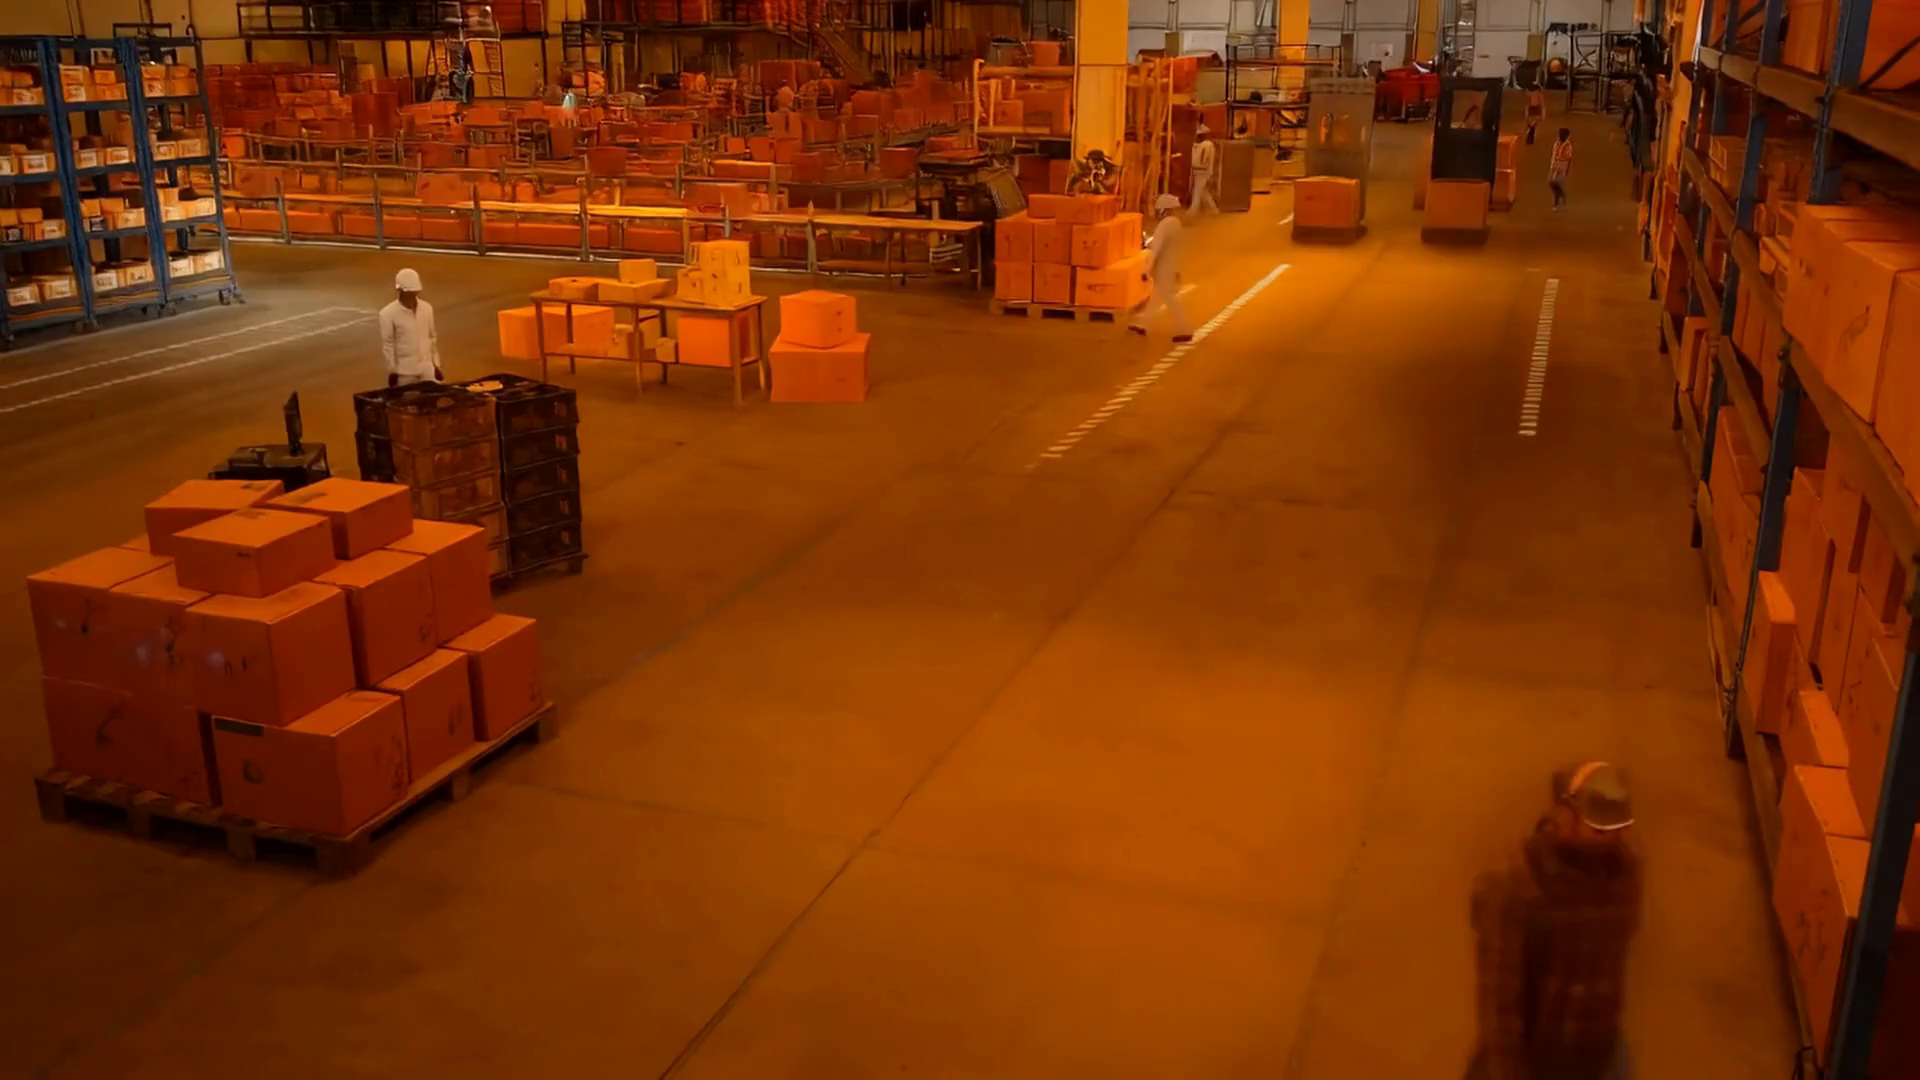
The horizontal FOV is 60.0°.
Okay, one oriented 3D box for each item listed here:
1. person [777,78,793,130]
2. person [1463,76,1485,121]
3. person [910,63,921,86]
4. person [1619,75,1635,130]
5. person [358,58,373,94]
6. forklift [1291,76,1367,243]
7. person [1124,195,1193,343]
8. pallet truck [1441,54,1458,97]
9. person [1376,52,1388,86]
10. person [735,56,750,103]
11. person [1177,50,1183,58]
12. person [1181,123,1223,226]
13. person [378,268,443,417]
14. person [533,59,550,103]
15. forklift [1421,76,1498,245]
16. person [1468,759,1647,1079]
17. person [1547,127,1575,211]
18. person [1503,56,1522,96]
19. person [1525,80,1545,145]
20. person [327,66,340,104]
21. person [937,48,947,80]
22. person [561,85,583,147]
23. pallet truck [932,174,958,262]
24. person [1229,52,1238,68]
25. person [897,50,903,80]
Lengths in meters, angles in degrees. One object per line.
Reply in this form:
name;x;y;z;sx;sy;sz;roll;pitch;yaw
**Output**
person;-5.937;-14.763;56.402;0.546;1.739;0.604;1;18;3
person;18.982;-16.206;61.047;0.843;1.660;0.519;15;23;39
person;-1.729;-17.767;65.345;1.050;2.000;0.680;8;19;24
person;22.187;-14.378;54.938;0.899;1.880;0.629;-12;21;-34
person;-26.923;-20.821;75.219;1.057;1.876;0.609;-4;18;-12
forklift;6.598;-6.755;29.381;1.129;2.768;1.873;6;19;19
person;2.488;-3.323;20.391;0.949;1.783;0.604;8;19;23
pallet truck;22.765;-21.886;78.355;0.823;1.965;1.885;-4;18;-14
person;21.025;-23.373;83.084;0.645;1.957;0.857;-15;23;-39
person;-9.553;-20.169;72.911;0.723;2.028;0.612;-8;19;-25
person;11.962;-25.631;90.336;0.595;1.873;0.988;-14;23;-38
person;4.647;-6.946;31.586;0.971;1.907;0.597;-9;20;-27
person;-4.878;-1.558;14.883;0.345;1.746;0.573;13;22;35
person;-18.405;-20.140;73.051;1.005;1.878;0.572;2;18;7
forklift;8.814;-6.689;29.172;1.129;2.768;1.873;6;19;19
person;1.794;1.511;5.090;0.656;1.860;0.981;-9;20;-26
person;12.213;-7.532;33.756;0.469;1.679;0.544;-10;20;-30
person;26.580;-22.259;79.794;0.802;1.840;0.521;-1;18;-4
person;17.431;-12.987;50.557;0.893;1.908;0.553;-16;24;-41
person;-24.364;-17.484;64.708;0.344;1.882;0.585;6;19;19
person;-1.007;-27.060;94.785;0.568;1.884;1.003;-4;18;-11
person;-11.688;-12.639;49.610;1.003;1.808;0.544;6;19;19
pallet truck;-0.507;-5.292;27.348;0.653;1.274;1.630;6;19;19
person;14.504;-24.949;88.291;0.660;1.798;0.918;-5;18;-16
person;-3.523;-28.097;98.358;0.315;1.696;0.541;6;19;19
